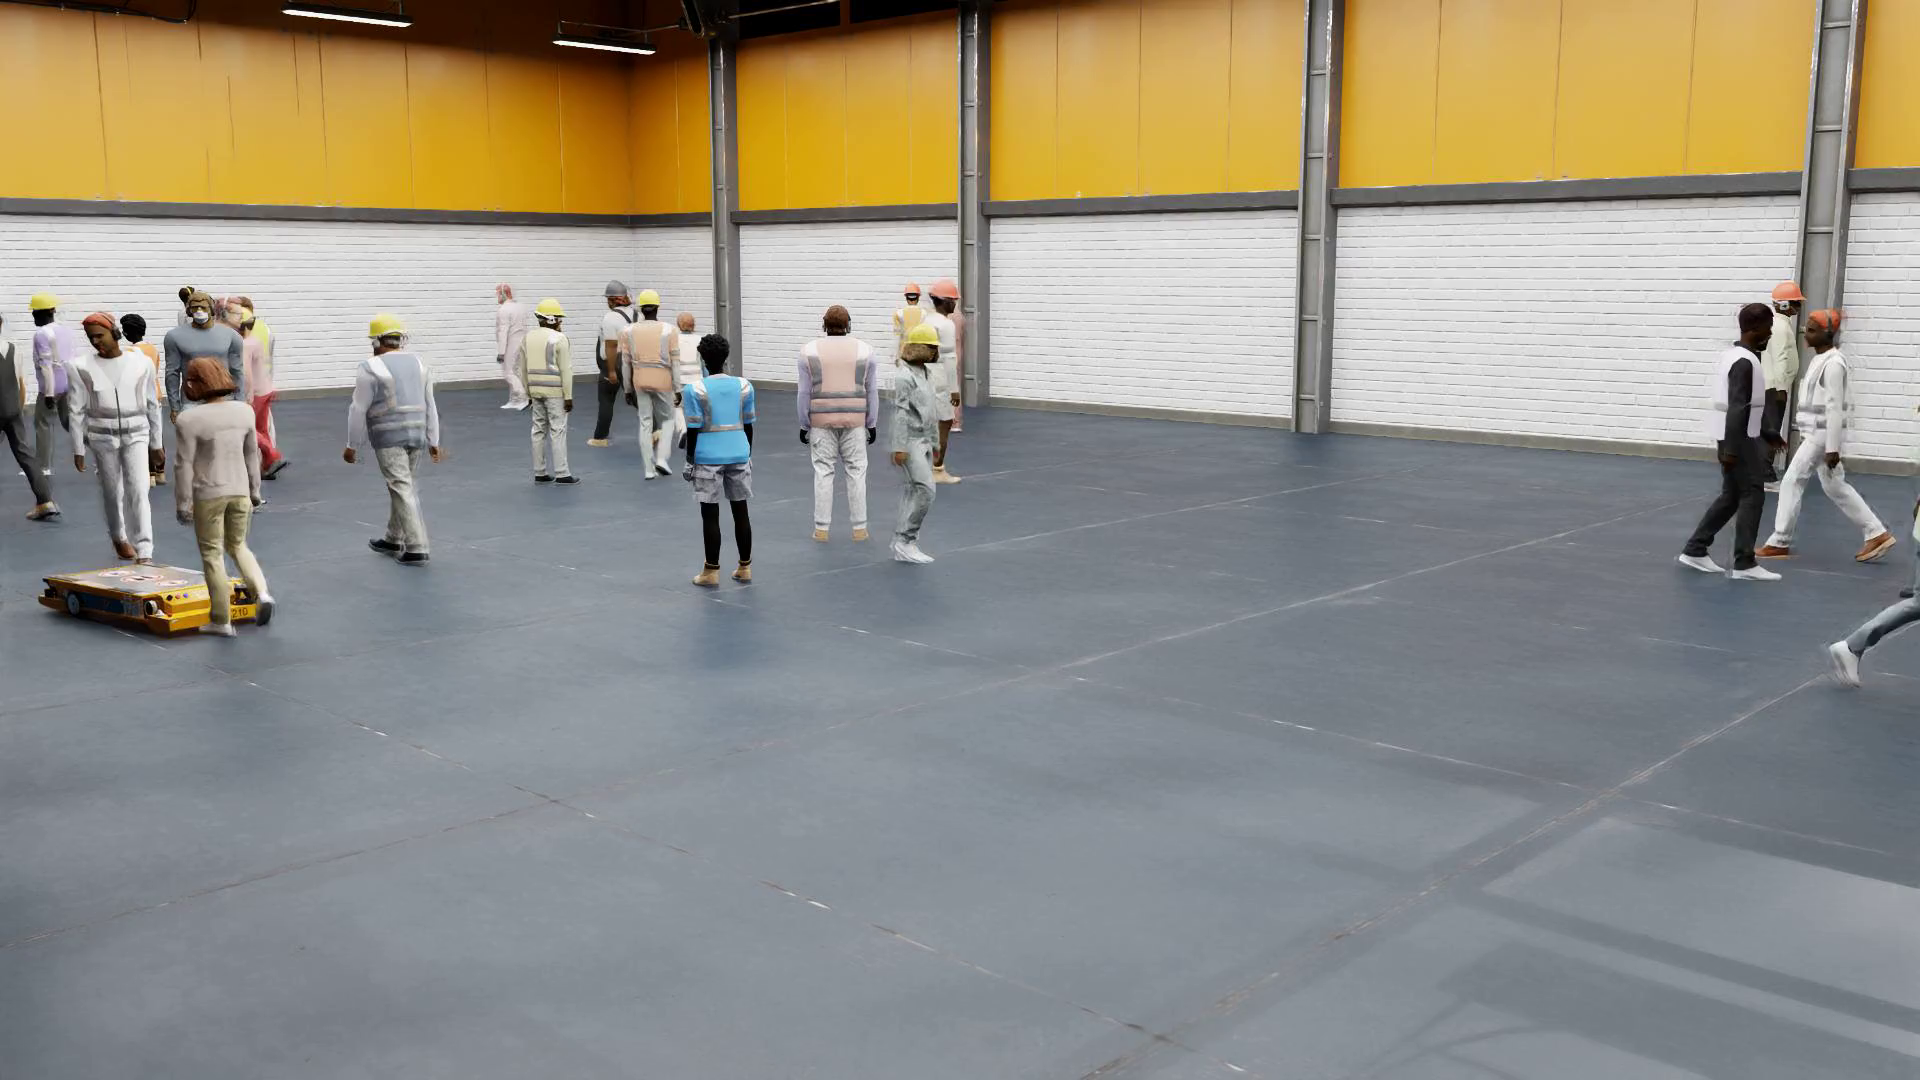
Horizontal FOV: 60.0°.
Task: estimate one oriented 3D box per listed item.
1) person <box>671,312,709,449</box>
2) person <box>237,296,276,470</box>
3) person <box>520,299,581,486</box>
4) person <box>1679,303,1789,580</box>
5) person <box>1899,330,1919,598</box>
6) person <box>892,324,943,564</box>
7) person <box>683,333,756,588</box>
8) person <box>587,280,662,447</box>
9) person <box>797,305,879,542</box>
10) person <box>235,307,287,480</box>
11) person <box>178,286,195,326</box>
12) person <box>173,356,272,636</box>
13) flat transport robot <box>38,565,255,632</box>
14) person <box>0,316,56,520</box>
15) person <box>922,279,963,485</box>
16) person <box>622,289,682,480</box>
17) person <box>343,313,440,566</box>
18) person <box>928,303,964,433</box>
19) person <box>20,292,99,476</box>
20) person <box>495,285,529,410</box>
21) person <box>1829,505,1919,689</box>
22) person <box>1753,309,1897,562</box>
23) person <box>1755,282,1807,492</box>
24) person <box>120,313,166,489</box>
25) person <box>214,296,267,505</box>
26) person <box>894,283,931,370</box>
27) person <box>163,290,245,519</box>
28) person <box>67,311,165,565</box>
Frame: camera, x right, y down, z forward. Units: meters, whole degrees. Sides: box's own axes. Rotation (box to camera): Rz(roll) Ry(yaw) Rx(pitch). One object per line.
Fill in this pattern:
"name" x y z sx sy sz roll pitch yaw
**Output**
"person" -3.166 -1.830 19.309 0.528 1.625 0.522 -3 10 -19
"person" -7.393 -1.606 17.278 0.429 1.840 0.632 3 10 20
"person" -4.011 -1.440 16.289 0.591 1.829 0.404 5 11 30
"person" 5.376 -0.685 11.487 0.665 1.890 0.608 3 10 21
"person" 6.257 -0.538 10.488 0.495 1.924 0.559 6 11 31
"person" -0.290 -0.679 11.911 0.414 1.722 0.518 4 10 24
"person" -1.605 -0.527 11.106 0.530 1.693 0.321 -7 11 -35
"person" -3.982 -2.109 19.744 1.011 2.000 0.687 5 11 30
"person" -0.950 -0.903 12.954 0.634 1.842 0.429 -1 9 -8
"person" -7.046 -1.446 16.579 0.442 1.742 0.580 -1 9 -8
"person" -10.858 -2.645 23.540 0.328 1.877 0.513 -7 12 -38
"person" -4.231 -0.240 9.527 0.419 1.619 0.526 6 11 31
"flat transport robot" -4.947 0.333 10.183 1.431 0.197 0.652 6 11 33
"person" -8.057 -1.050 14.008 0.986 1.801 0.523 4 10 23
"person" -0.205 -1.529 16.252 0.501 2.029 0.609 -4 10 -21
"person" -3.109 -1.565 16.800 0.606 1.907 0.514 0 9 2
"person" -4.137 -0.723 11.989 0.840 1.789 0.609 5 11 28
"person" -0.210 -2.310 21.468 0.467 1.883 0.722 7 12 37
"person" -9.172 -1.580 16.968 0.864 1.898 0.593 0 9 -1
"person" -6.713 -2.881 24.989 0.648 1.885 0.698 2 9 10
"person" 4.709 0.009 8.091 0.716 1.613 0.505 4 10 23
"person" 6.284 -0.741 11.976 0.951 1.849 0.586 4 10 23
"person" 7.807 -1.457 15.881 0.379 1.996 0.608 3 10 17
"person" -7.911 -1.339 16.089 0.319 1.693 0.532 0 9 -2
"person" -6.632 -1.242 14.923 0.657 1.882 0.643 -1 9 -3
"person" -0.634 -2.544 22.750 0.542 1.930 0.376 0 9 1
"person" -6.407 -1.147 14.161 0.631 1.940 0.372 -5 10 -26
"person" -5.968 -0.706 11.775 0.599 1.843 0.972 -6 11 -31
